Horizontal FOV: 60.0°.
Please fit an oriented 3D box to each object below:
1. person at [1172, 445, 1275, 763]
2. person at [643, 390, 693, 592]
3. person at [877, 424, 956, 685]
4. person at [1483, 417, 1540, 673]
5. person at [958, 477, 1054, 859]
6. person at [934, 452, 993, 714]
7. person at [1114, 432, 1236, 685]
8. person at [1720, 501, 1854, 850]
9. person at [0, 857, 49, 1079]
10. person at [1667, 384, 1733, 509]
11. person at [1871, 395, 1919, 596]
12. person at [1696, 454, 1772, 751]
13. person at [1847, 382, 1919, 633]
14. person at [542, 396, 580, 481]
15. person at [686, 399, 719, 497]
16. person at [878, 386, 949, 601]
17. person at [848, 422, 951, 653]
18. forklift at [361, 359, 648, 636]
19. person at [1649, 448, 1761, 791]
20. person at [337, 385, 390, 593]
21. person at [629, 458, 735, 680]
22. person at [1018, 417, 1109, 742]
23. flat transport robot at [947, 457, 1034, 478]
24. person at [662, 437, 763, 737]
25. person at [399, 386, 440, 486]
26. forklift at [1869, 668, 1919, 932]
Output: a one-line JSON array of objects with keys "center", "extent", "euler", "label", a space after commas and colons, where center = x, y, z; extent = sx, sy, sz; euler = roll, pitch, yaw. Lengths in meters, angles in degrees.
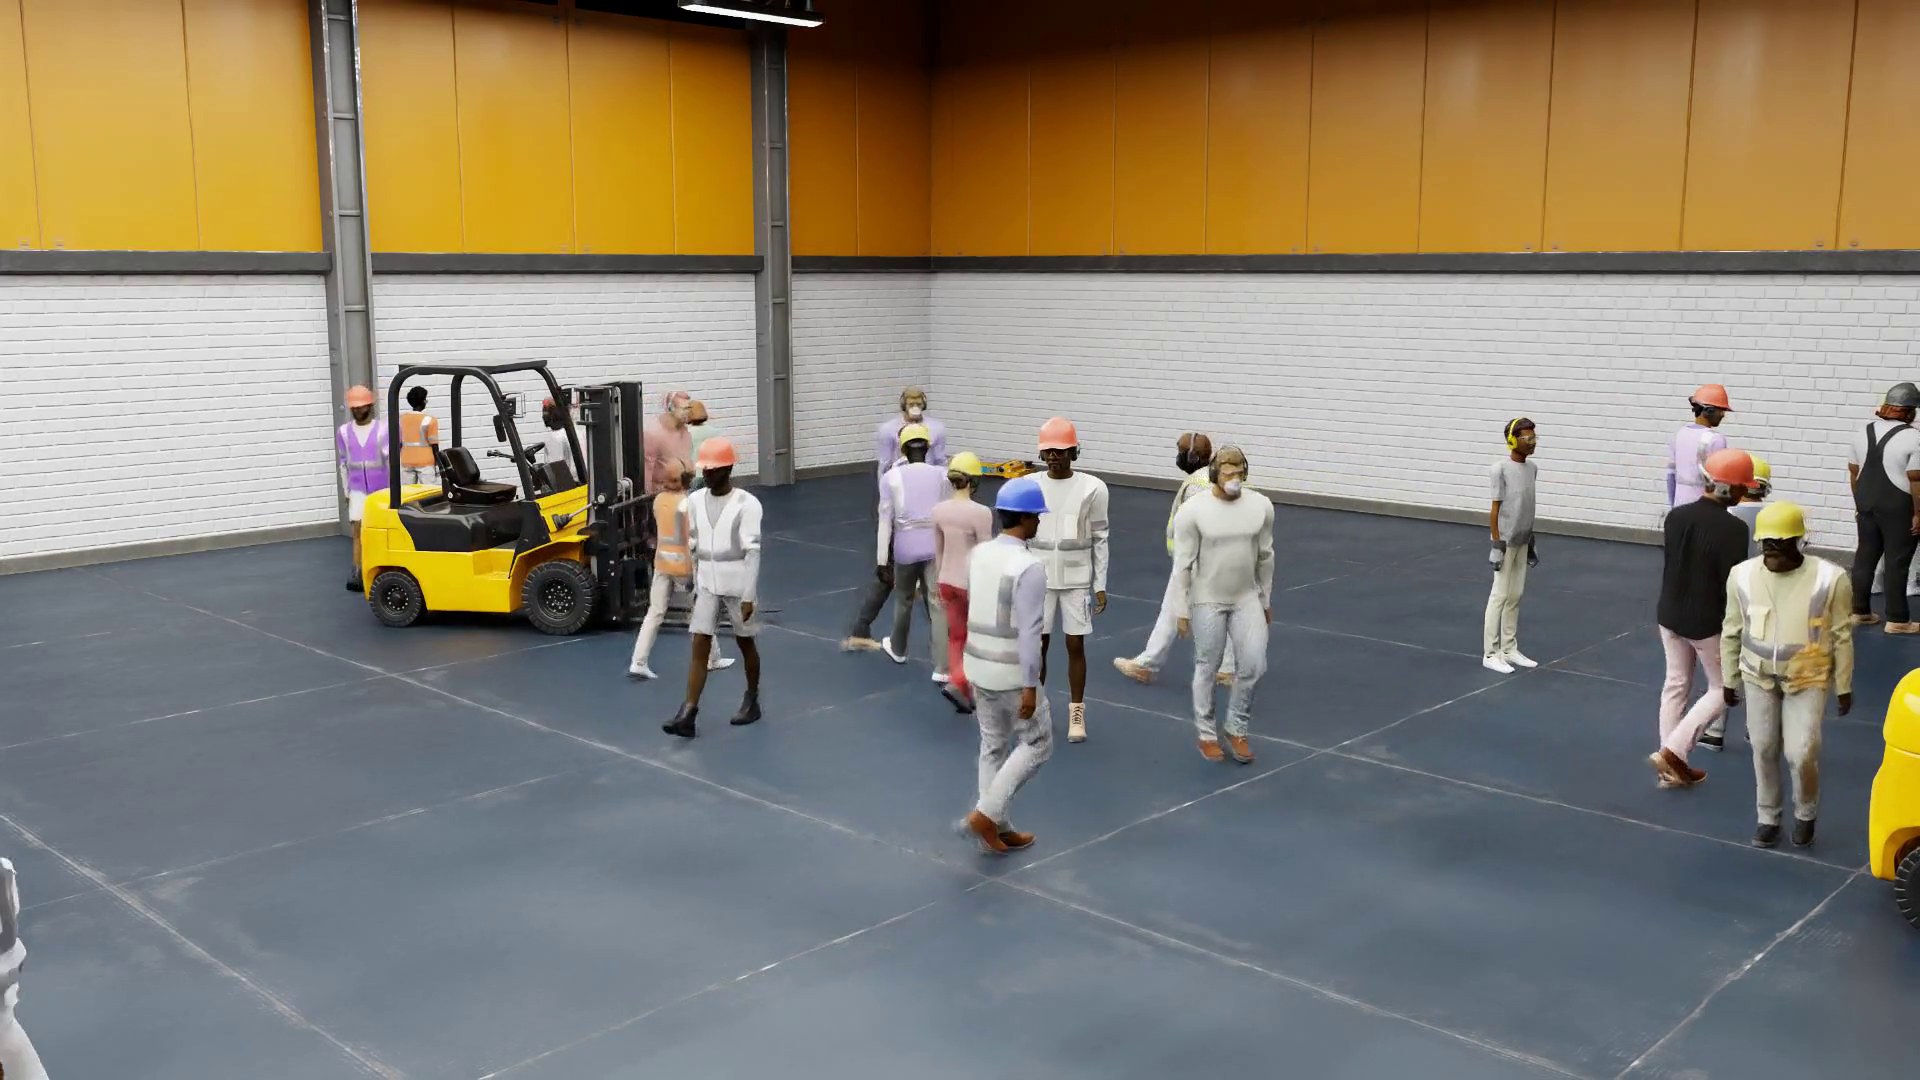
[{"center": [1.579, 0.396, 9.850], "extent": [0.664, 1.917, 0.566], "euler": [-2, 10, -13], "label": "person"}, {"center": [-2.744, -0.436, 15.133], "extent": [0.703, 1.872, 0.660], "euler": [4, 10, 24], "label": "person"}, {"center": [-0.285, 0.083, 12.059], "extent": [0.673, 1.826, 1.049], "euler": [-2, 9, -11], "label": "person"}, {"center": [4.082, 0.031, 12.233], "extent": [0.515, 1.876, 0.328], "euler": [-7, 12, -38], "label": "person"}, {"center": [0.226, 0.651, 8.274], "extent": [0.538, 1.927, 0.621], "euler": [-6, 11, -34], "label": "person"}, {"center": [0.027, 0.296, 10.941], "extent": [0.394, 1.752, 0.551], "euler": [-9, 13, -44], "label": "person"}, {"center": [1.563, 0.139, 11.798], "extent": [0.896, 1.799, 0.642], "euler": [4, 10, 22], "label": "person"}, {"center": [4.136, 0.695, 8.379], "extent": [0.613, 1.805, 0.470], "euler": [9, 13, 43], "label": "person"}, {"center": [-2.795, 1.300, 4.537], "extent": [0.588, 1.854, 0.900], "euler": [8, 12, 39], "label": "person"}, {"center": [5.938, -0.231, 13.348], "extent": [0.393, 2.036, 0.605], "euler": [-2, 10, -15], "label": "person"}, {"center": [8.352, -0.390, 14.831], "extent": [0.811, 1.859, 0.603], "euler": [-1, 9, -6], "label": "person"}, {"center": [4.770, 0.388, 10.181], "extent": [0.602, 1.828, 0.404], "euler": [0, 9, -2], "label": "person"}, {"center": [7.638, -0.275, 13.599], "extent": [0.536, 2.000, 0.684], "euler": [-3, 10, -19], "label": "person"}, {"center": [-3.574, -0.364, 14.789], "extent": [0.997, 1.829, 0.600], "euler": [2, 9, 11], "label": "person"}, {"center": [-2.696, -0.638, 17.125], "extent": [0.517, 1.619, 0.643], "euler": [-7, 12, -38], "label": "person"}, {"center": [-0.403, -0.412, 14.815], "extent": [0.628, 1.926, 0.425], "euler": [-3, 10, -15], "label": "person"}, {"center": [-0.422, -0.011, 12.773], "extent": [0.990, 1.789, 0.513], "euler": [-3, 10, -19], "label": "person"}, {"center": [-3.850, -0.407, 13.936], "extent": [2.313, 2.155, 1.214], "euler": [2, 9, 11], "label": "forklift"}, {"center": [4.112, 0.460, 9.302], "extent": [0.480, 1.967, 0.654], "euler": [-4, 10, -23], "label": "person"}, {"center": [-5.452, -0.477, 15.341], "extent": [0.566, 1.882, 0.995], "euler": [-1, 9, -5], "label": "person"}, {"center": [-2.056, 0.206, 11.997], "extent": [0.518, 1.600, 0.850], "euler": [8, 12, 41], "label": "person"}, {"center": [0.612, 0.252, 10.358], "extent": [0.616, 2.041, 0.382], "euler": [2, 9, 10], "label": "person"}, {"center": [0.283, -1.047, 23.743], "extent": [1.431, 0.197, 0.652], "euler": [4, 10, 22], "label": "flat transport robot"}, {"center": [-1.537, 0.307, 10.477], "extent": [0.570, 1.888, 0.973], "euler": [4, 10, 22], "label": "person"}, {"center": [-5.854, -0.817, 18.007], "extent": [0.529, 1.690, 0.321], "euler": [3, 10, 16], "label": "person"}, {"center": [5.205, 0.723, 7.013], "extent": [2.313, 2.155, 1.214], "euler": [9, 13, 43], "label": "forklift"}]
